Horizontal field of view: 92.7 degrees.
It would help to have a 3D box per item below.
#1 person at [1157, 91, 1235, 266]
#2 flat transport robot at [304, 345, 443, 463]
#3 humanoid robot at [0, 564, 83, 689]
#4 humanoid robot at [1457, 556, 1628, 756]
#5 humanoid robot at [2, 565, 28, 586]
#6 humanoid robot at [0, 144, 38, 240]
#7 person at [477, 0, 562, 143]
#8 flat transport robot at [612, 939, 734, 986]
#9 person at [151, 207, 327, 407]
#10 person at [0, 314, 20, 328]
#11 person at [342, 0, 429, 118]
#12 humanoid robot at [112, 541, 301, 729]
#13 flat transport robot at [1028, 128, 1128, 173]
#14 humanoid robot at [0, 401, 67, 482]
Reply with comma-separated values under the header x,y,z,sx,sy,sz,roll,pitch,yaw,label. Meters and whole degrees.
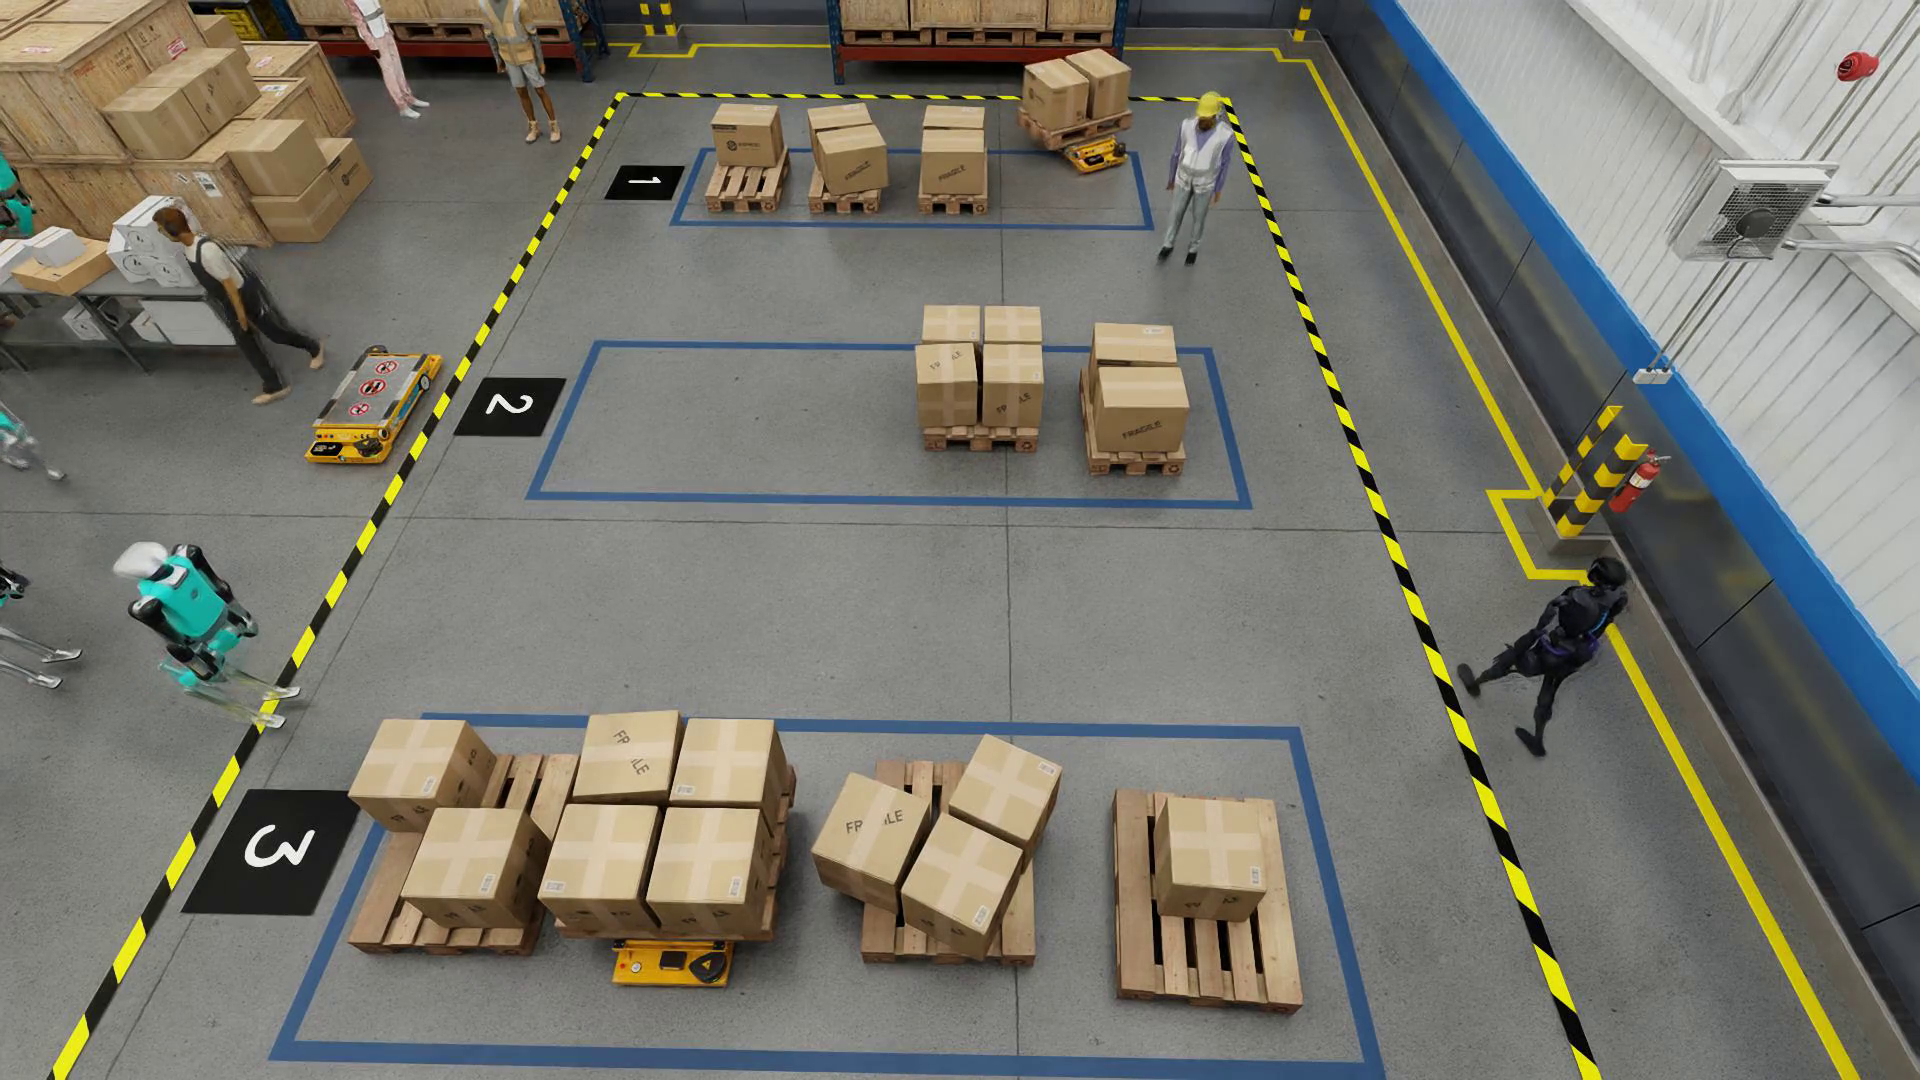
x,y,z,sx,sy,sz,roll,pitch,yaw,label
2.436,-3.714,9.485,0.599,1.829,0.404,21,53,17,person
-5.383,-1.269,8.441,0.659,0.231,1.431,1,50,1,flat transport robot
-6.615,0.382,5.996,0.735,1.674,0.533,1,50,1,humanoid robot
3.813,0.697,5.885,0.611,1.624,0.775,-7,50,-6,humanoid robot
-7.558,-0.213,6.628,0.611,1.648,0.454,-16,52,-13,humanoid robot
-9.805,-3.320,9.249,1.011,1.757,0.551,-7,50,-6,humanoid robot
-5.393,-5.884,11.184,0.614,2.041,0.376,0,50,0,person
-1.659,1.971,5.681,0.652,0.197,1.431,1,50,1,flat transport robot
-6.423,-2.129,8.167,0.536,1.783,0.870,17,52,14,person
-10.010,-2.938,8.865,0.946,1.791,0.630,12,51,10,person
-7.449,-6.451,11.745,0.379,1.917,0.597,0,50,0,person
-4.869,0.620,5.792,0.735,1.677,0.533,1,50,1,humanoid robot
1.471,-5.169,11.722,0.652,0.197,1.431,-23,54,-18,flat transport robot
-7.911,-1.084,7.361,1.008,1.765,0.532,14,51,12,humanoid robot
